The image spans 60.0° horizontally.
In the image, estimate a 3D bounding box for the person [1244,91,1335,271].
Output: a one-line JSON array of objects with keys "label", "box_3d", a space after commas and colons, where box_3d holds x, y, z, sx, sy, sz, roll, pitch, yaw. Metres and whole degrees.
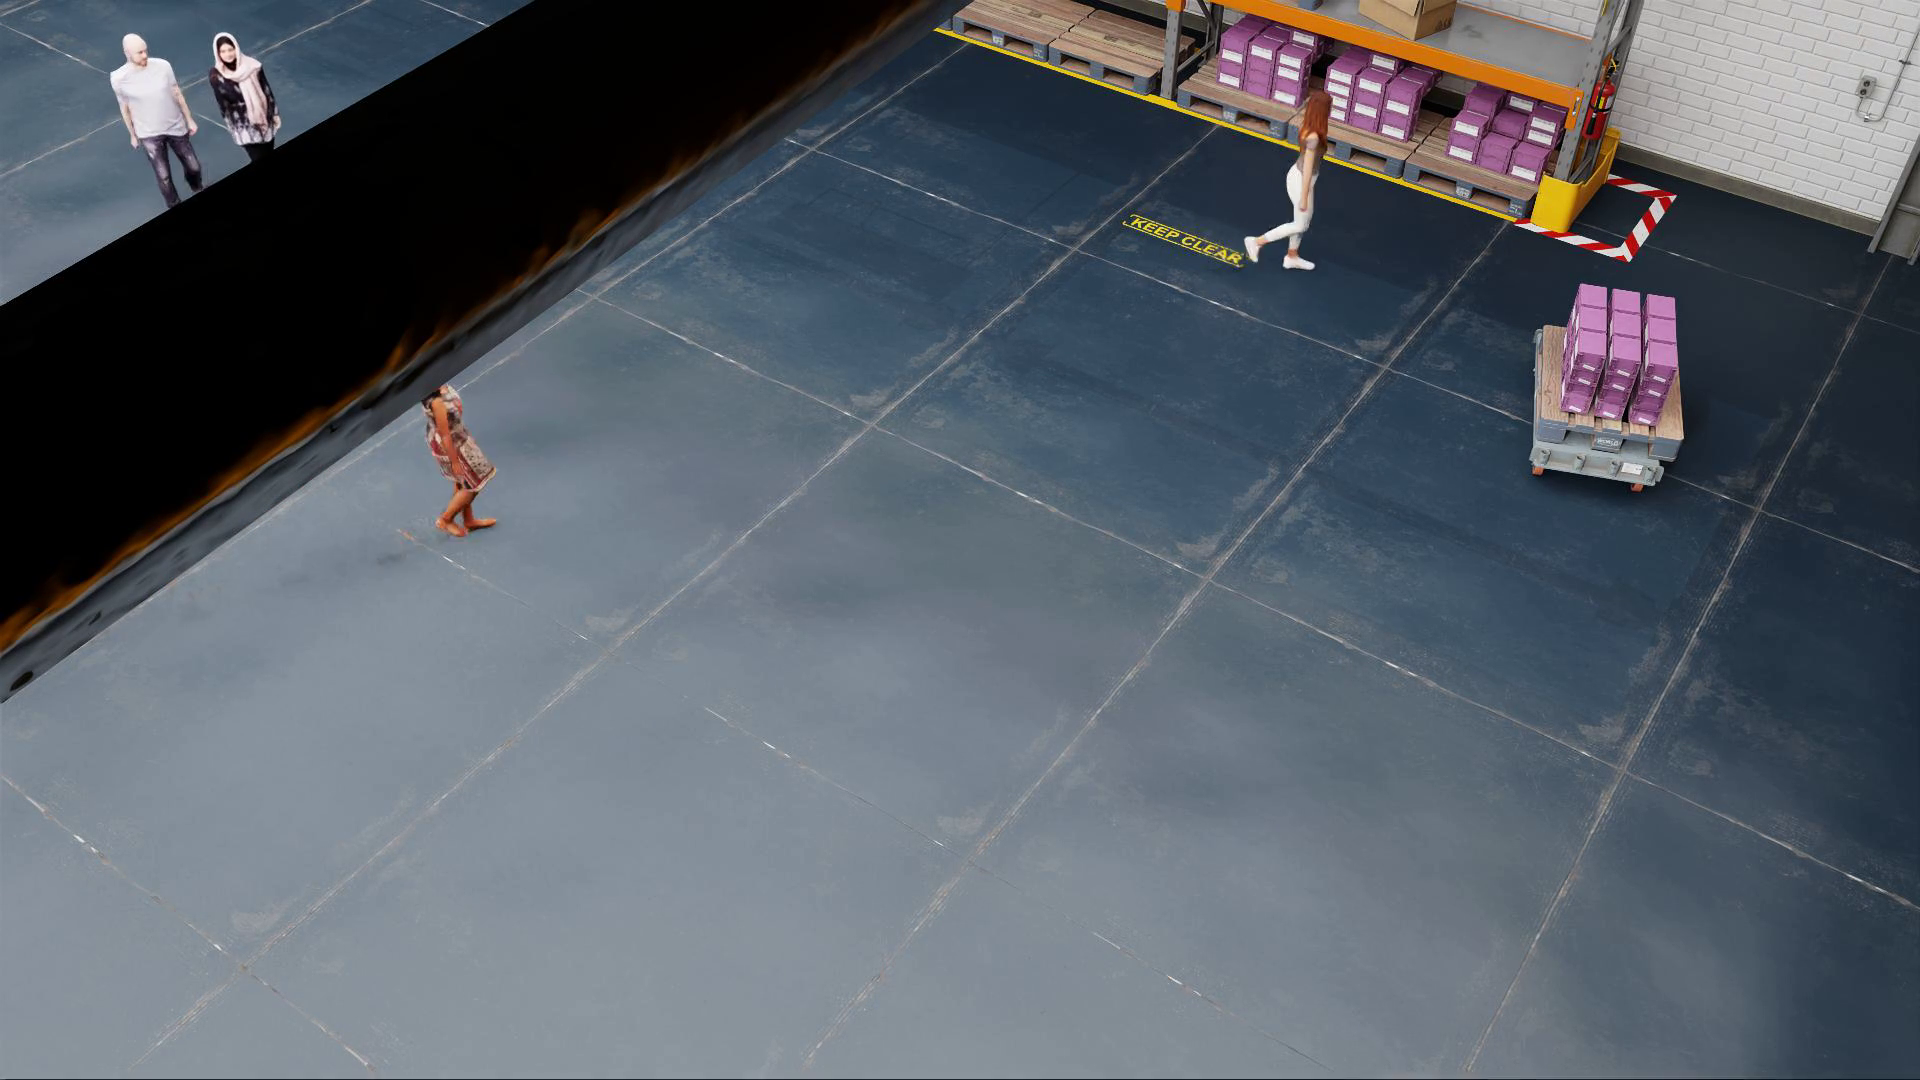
[{"label": "person", "box_3d": [2.800, -2.991, 14.025, 0.983, 1.709, 0.844, 3, 44, 3]}]

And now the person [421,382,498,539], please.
[{"label": "person", "box_3d": [-3.633, -0.639, 11.608, 0.883, 1.638, 0.828, -16, 46, -16]}]

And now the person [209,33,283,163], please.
[{"label": "person", "box_3d": [-6.377, -3.820, 14.972, 0.854, 1.603, 1.072, -24, 49, -23]}]

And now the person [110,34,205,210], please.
[{"label": "person", "box_3d": [-7.020, -3.639, 14.627, 0.905, 1.817, 0.990, -20, 47, -19]}]
